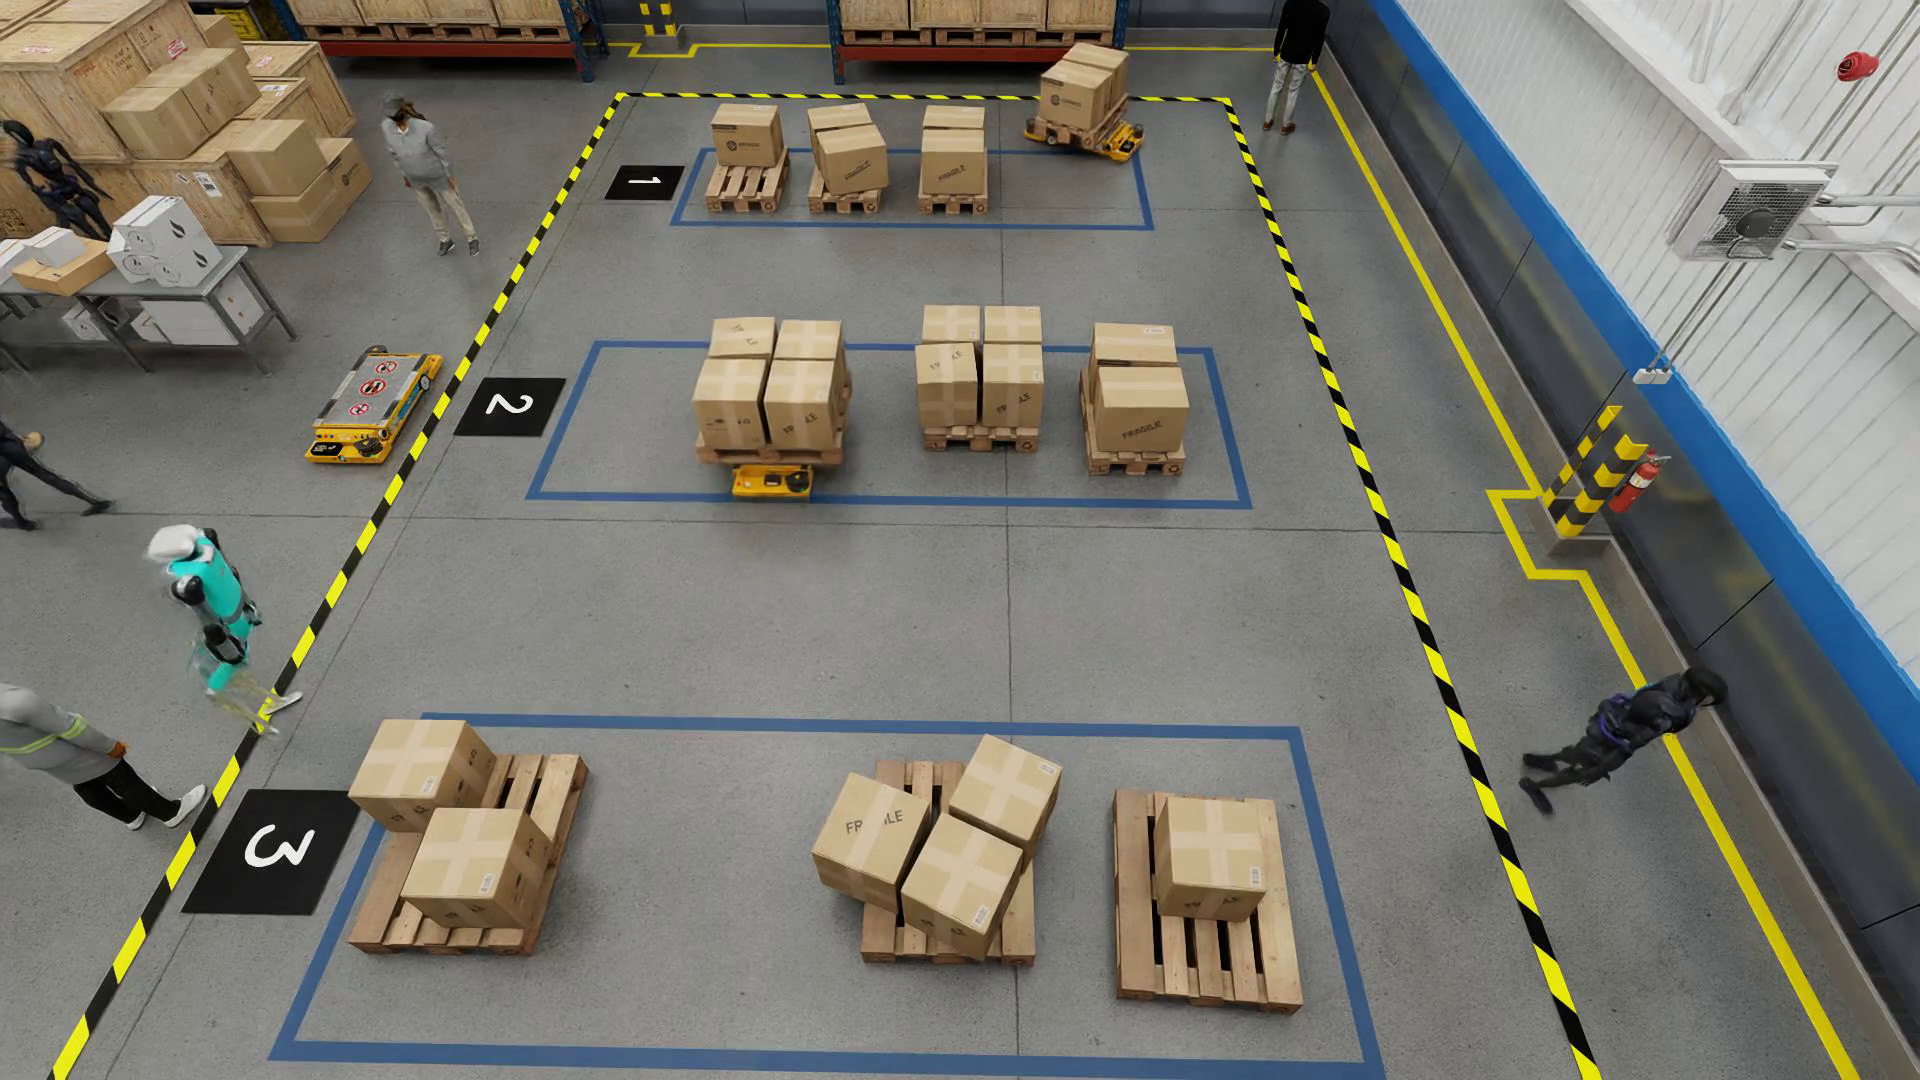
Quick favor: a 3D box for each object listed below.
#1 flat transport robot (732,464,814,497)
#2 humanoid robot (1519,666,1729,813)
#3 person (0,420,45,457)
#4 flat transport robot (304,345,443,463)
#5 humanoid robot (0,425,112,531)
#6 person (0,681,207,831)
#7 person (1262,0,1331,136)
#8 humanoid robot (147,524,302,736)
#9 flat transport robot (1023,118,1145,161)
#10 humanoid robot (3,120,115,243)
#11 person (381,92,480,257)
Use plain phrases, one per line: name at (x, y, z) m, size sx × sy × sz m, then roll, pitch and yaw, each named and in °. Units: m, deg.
flat transport robot at (-1.589, -0.967, 8.167) m, size 0.652 × 0.197 × 1.431 m, roll 1°, pitch 50°, yaw 1°
humanoid robot at (3.883, 1.147, 5.474) m, size 0.434 × 1.637 × 0.597 m, roll 32°, pitch 57°, yaw 24°
person at (-8.475, -1.430, 7.416) m, size 0.609 × 2.042 × 0.393 m, roll -15°, pitch 51°, yaw -12°
flat transport robot at (-5.383, -1.269, 8.441) m, size 0.659 × 0.231 × 1.431 m, roll 1°, pitch 50°, yaw 1°
humanoid robot at (-7.528, -0.690, 7.048) m, size 0.780 × 1.627 × 0.595 m, roll -8°, pitch 50°, yaw -7°
person at (-5.230, 1.166, 5.343) m, size 0.598 × 1.850 × 0.392 m, roll 0°, pitch 50°, yaw 0°
person at (4.190, -6.043, 11.423) m, size 0.590 × 1.883 × 0.379 m, roll 27°, pitch 55°, yaw 21°
humanoid robot at (-4.814, 0.628, 5.882) m, size 0.804 × 1.773 × 0.554 m, roll -14°, pitch 51°, yaw -12°
flat transport robot at (1.599, -5.270, 11.808) m, size 1.431 × 0.197 × 0.652 m, roll 21°, pitch 53°, yaw 17°
humanoid robot at (-9.116, -3.511, 9.414) m, size 0.372 × 1.649 × 0.589 m, roll 8°, pitch 50°, yaw 7°
person at (-5.577, -3.826, 9.625) m, size 0.563 × 1.762 × 0.403 m, roll -1°, pitch 50°, yaw -1°
